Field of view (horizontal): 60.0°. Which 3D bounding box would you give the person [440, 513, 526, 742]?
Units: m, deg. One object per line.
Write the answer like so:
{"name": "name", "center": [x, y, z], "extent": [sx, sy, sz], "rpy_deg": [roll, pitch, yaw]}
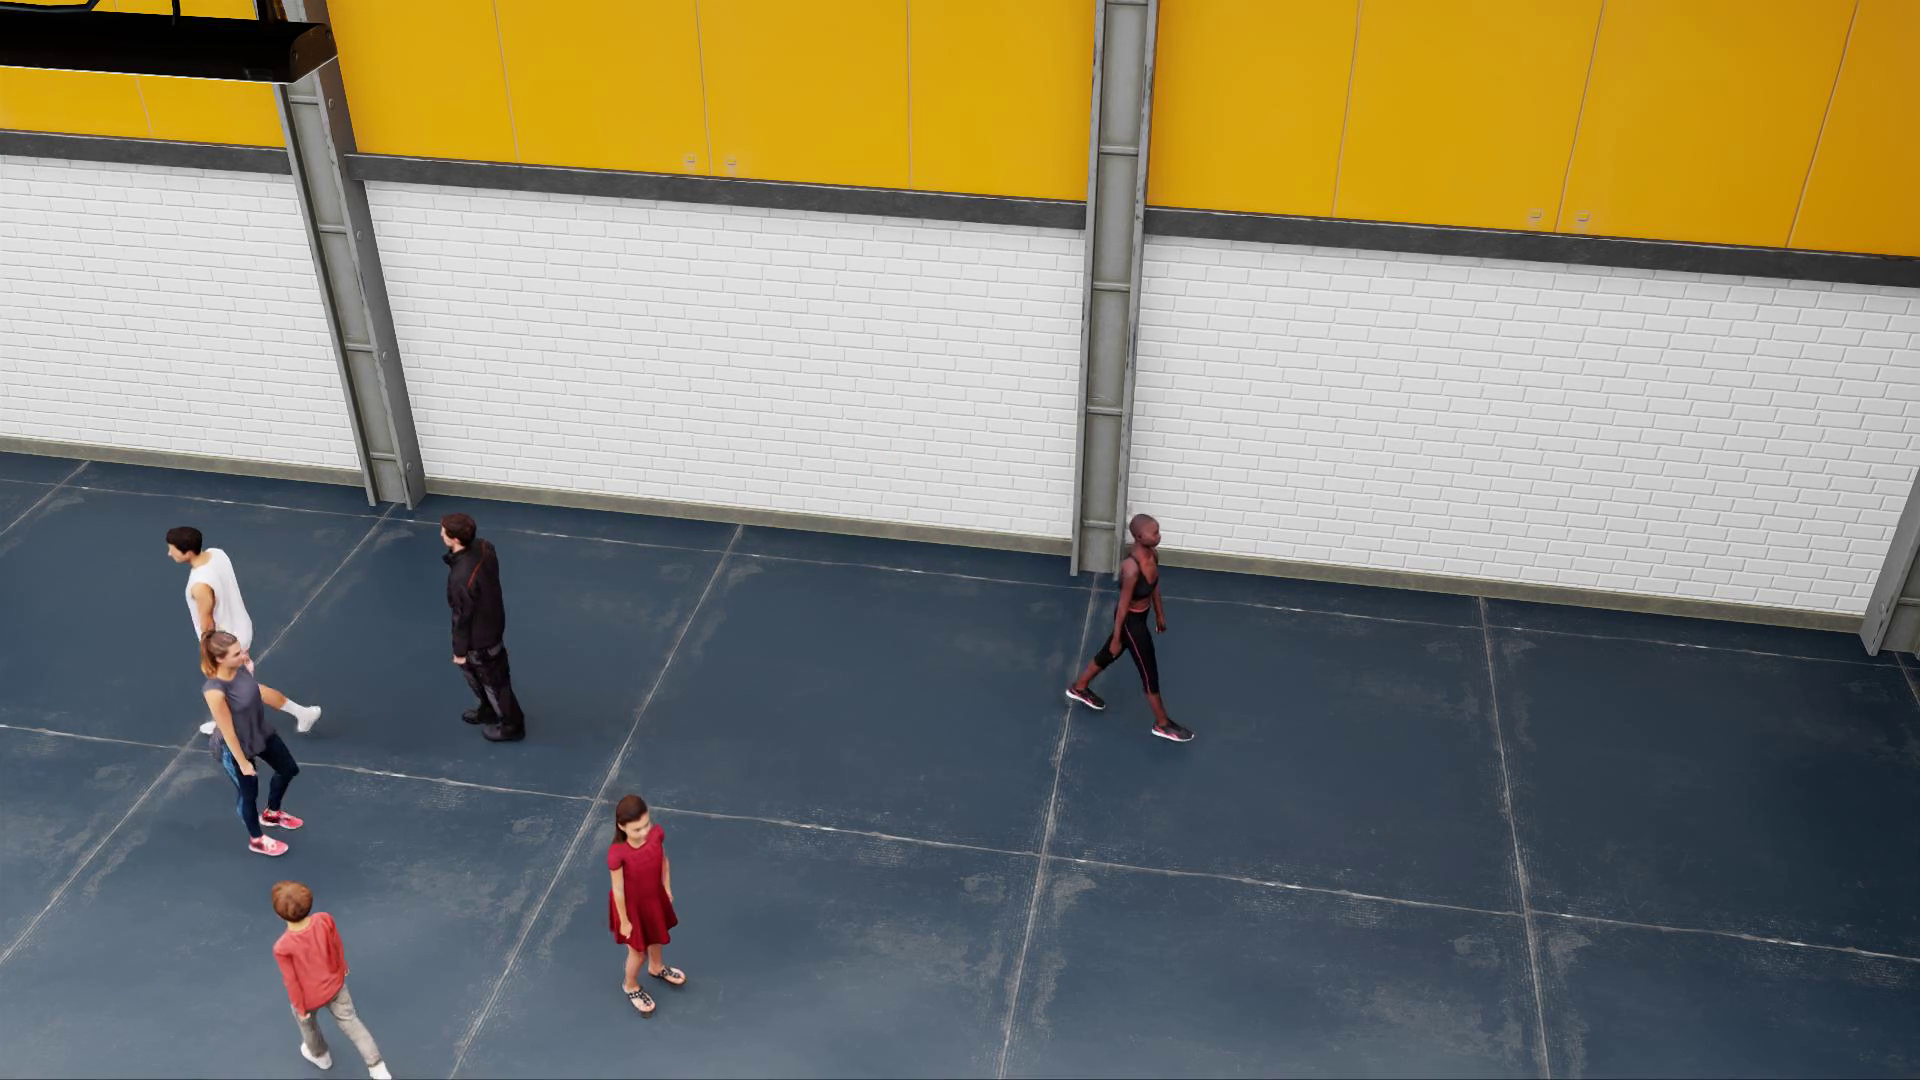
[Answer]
{"name": "person", "center": [-3.120, 0.602, 11.143], "extent": [0.795, 1.827, 0.811], "rpy_deg": [-1, 34, -2]}

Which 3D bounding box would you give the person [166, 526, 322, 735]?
{"name": "person", "center": [-4.814, 0.655, 11.134], "extent": [1.182, 1.749, 0.859], "rpy_deg": [-3, 34, -4]}

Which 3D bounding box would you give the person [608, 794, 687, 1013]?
{"name": "person", "center": [-1.799, 1.985, 9.318], "extent": [0.755, 1.545, 0.693], "rpy_deg": [25, 41, 32]}

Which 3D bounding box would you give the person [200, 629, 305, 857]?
{"name": "person", "center": [-4.490, 1.260, 10.254], "extent": [0.588, 1.716, 0.566], "rpy_deg": [5, 34, 7]}

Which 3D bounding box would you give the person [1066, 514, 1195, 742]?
{"name": "person", "center": [1.082, 0.556, 11.322], "extent": [1.256, 1.707, 0.815], "rpy_deg": [14, 36, 20]}

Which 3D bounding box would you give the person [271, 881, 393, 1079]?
{"name": "person", "center": [-3.359, 2.403, 8.825], "extent": [0.989, 1.395, 0.799], "rpy_deg": [25, 41, 32]}
